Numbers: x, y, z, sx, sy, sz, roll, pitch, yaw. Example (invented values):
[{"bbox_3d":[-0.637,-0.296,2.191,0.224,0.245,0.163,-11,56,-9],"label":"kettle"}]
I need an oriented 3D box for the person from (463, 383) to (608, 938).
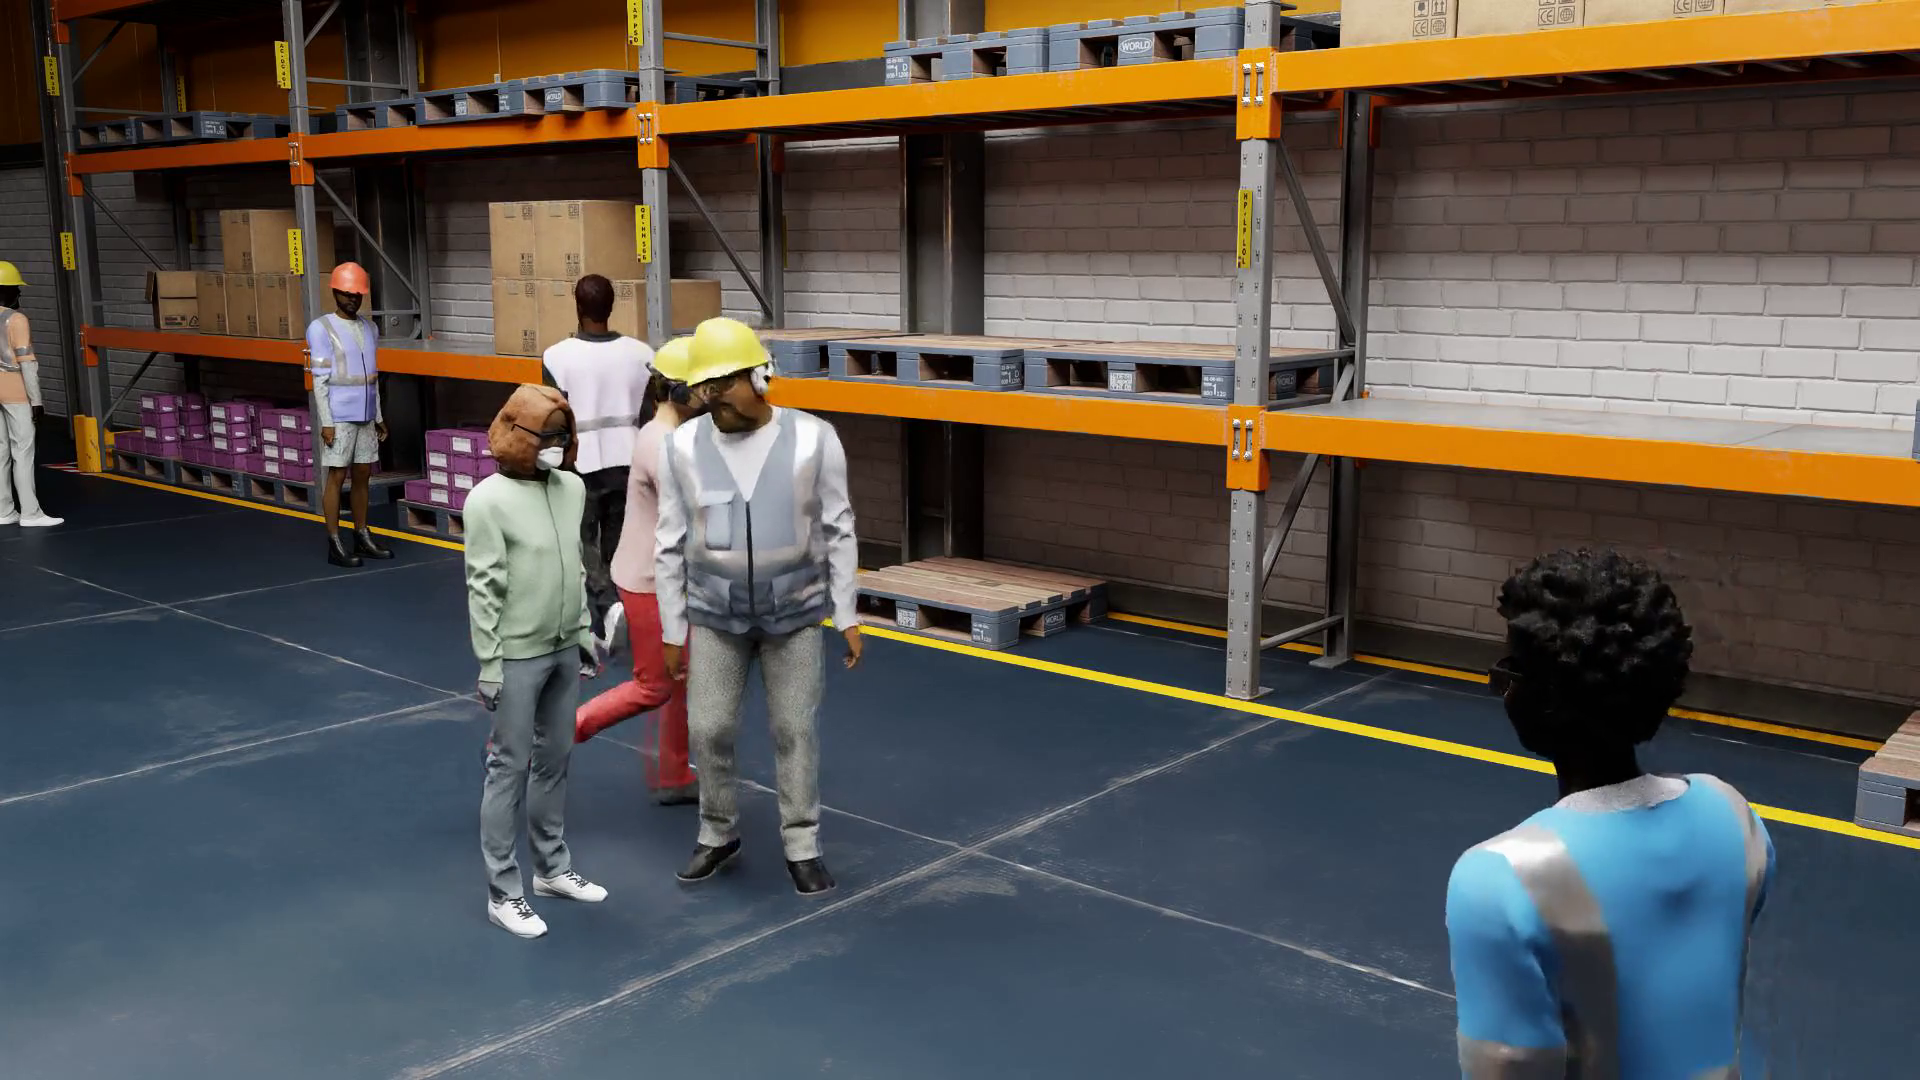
[{"bbox_3d":[-1.256,0.346,4.971,0.285,1.632,0.507,5,11,25],"label":"person"}]

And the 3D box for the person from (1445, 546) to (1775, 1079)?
[{"bbox_3d":[0.760,0.827,2.148,0.546,1.653,0.850,-5,11,-26],"label":"person"}]

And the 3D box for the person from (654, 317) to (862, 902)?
[{"bbox_3d":[-0.629,0.228,5.172,0.646,1.808,0.426,0,10,-2],"label":"person"}]

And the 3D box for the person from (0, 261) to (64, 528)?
[{"bbox_3d":[-6.865,-1.043,12.042,0.588,1.927,0.365,4,11,23],"label":"person"}]

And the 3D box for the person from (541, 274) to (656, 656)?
[{"bbox_3d":[-1.743,-0.349,8.178,0.595,1.901,0.667,-6,12,-32],"label":"person"}]

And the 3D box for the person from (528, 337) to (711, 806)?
[{"bbox_3d":[-1.159,0.144,5.862,0.692,1.723,0.510,-2,10,-13],"label":"person"}]

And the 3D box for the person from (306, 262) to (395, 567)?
[{"bbox_3d":[-3.885,-0.802,10.655,0.376,1.933,0.544,5,11,25],"label":"person"}]
